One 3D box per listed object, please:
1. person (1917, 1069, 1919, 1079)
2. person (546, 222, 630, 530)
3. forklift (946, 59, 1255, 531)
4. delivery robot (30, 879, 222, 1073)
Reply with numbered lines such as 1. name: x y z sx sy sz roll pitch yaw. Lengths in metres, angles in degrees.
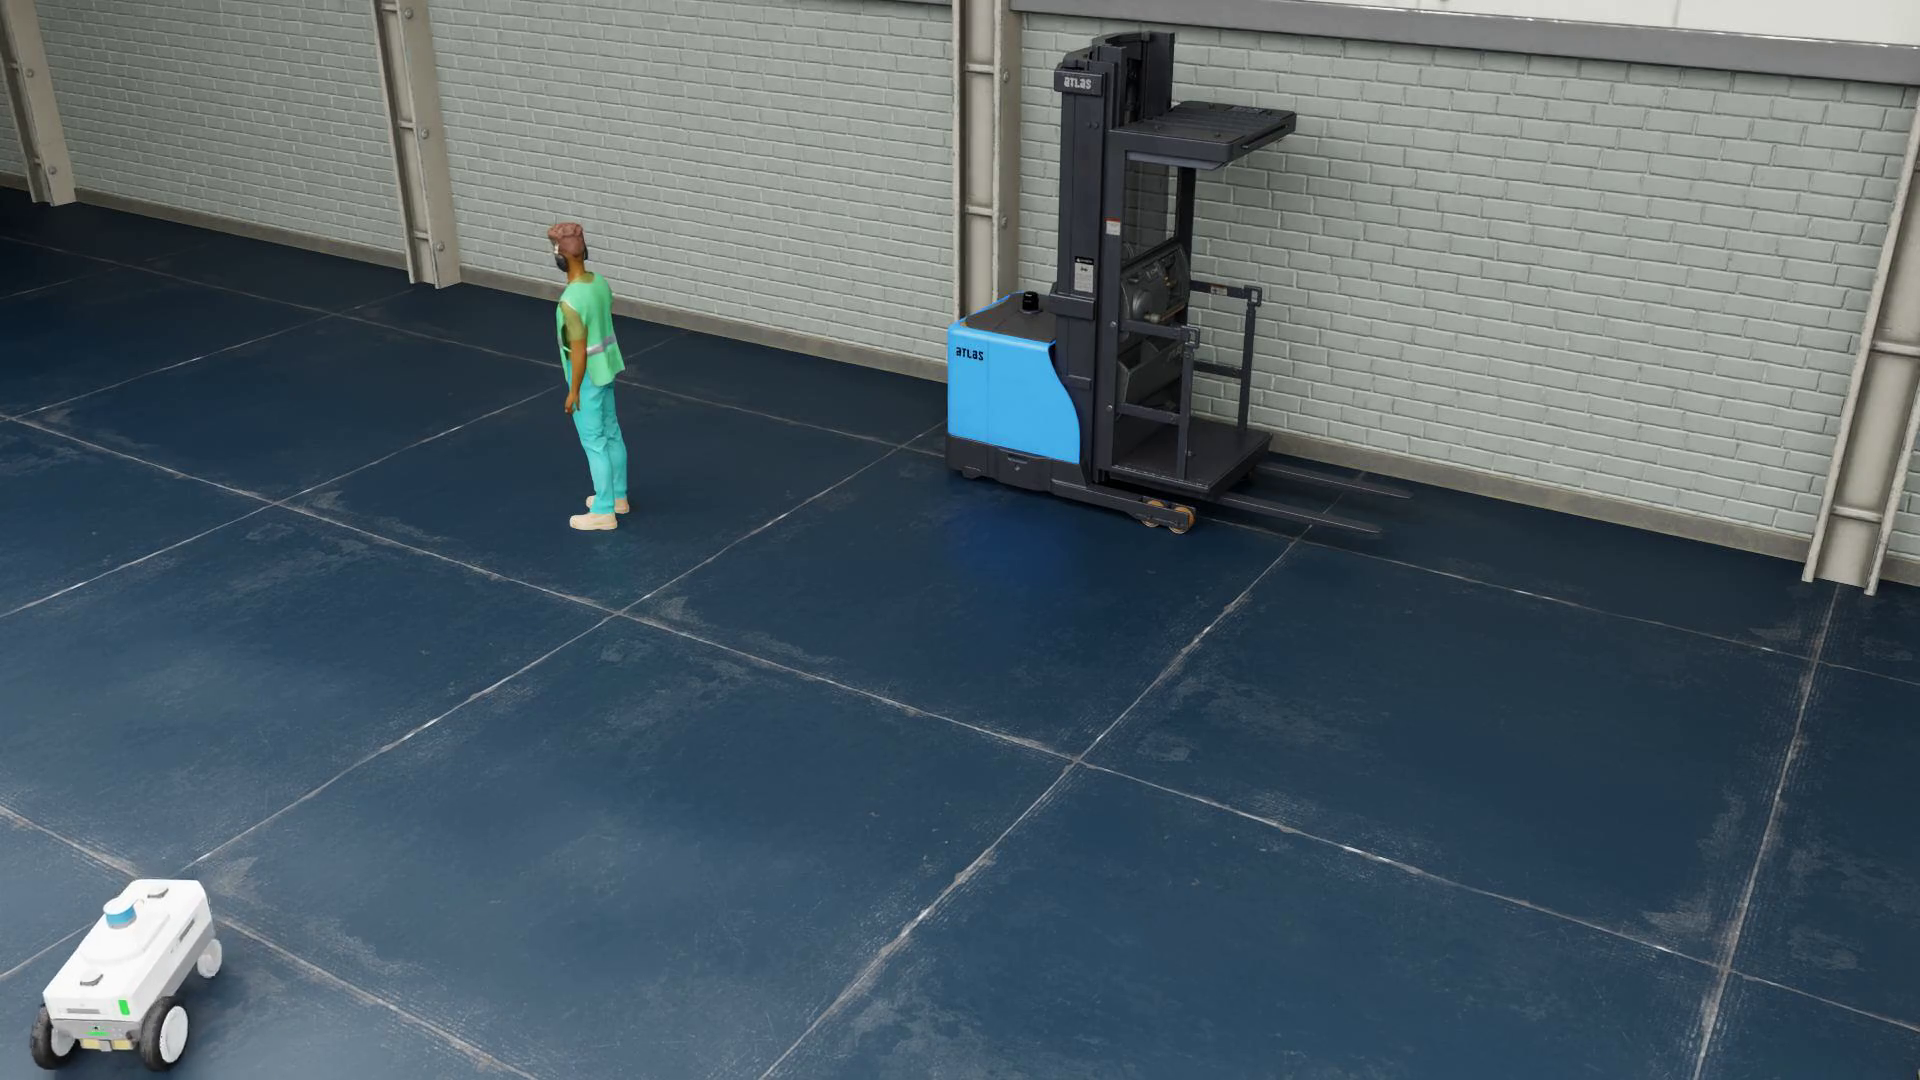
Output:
1. person: 3.798 1.221 5.777 0.584 1.892 0.377 -6 26 -13
2. person: -2.310 -1.014 10.407 0.402 1.979 0.484 5 26 11
3. forklift: 0.933 -1.707 10.833 1.873 2.768 1.129 15 29 28
4. delivery robot: -3.192 1.645 6.414 0.499 0.568 0.747 1 25 2
